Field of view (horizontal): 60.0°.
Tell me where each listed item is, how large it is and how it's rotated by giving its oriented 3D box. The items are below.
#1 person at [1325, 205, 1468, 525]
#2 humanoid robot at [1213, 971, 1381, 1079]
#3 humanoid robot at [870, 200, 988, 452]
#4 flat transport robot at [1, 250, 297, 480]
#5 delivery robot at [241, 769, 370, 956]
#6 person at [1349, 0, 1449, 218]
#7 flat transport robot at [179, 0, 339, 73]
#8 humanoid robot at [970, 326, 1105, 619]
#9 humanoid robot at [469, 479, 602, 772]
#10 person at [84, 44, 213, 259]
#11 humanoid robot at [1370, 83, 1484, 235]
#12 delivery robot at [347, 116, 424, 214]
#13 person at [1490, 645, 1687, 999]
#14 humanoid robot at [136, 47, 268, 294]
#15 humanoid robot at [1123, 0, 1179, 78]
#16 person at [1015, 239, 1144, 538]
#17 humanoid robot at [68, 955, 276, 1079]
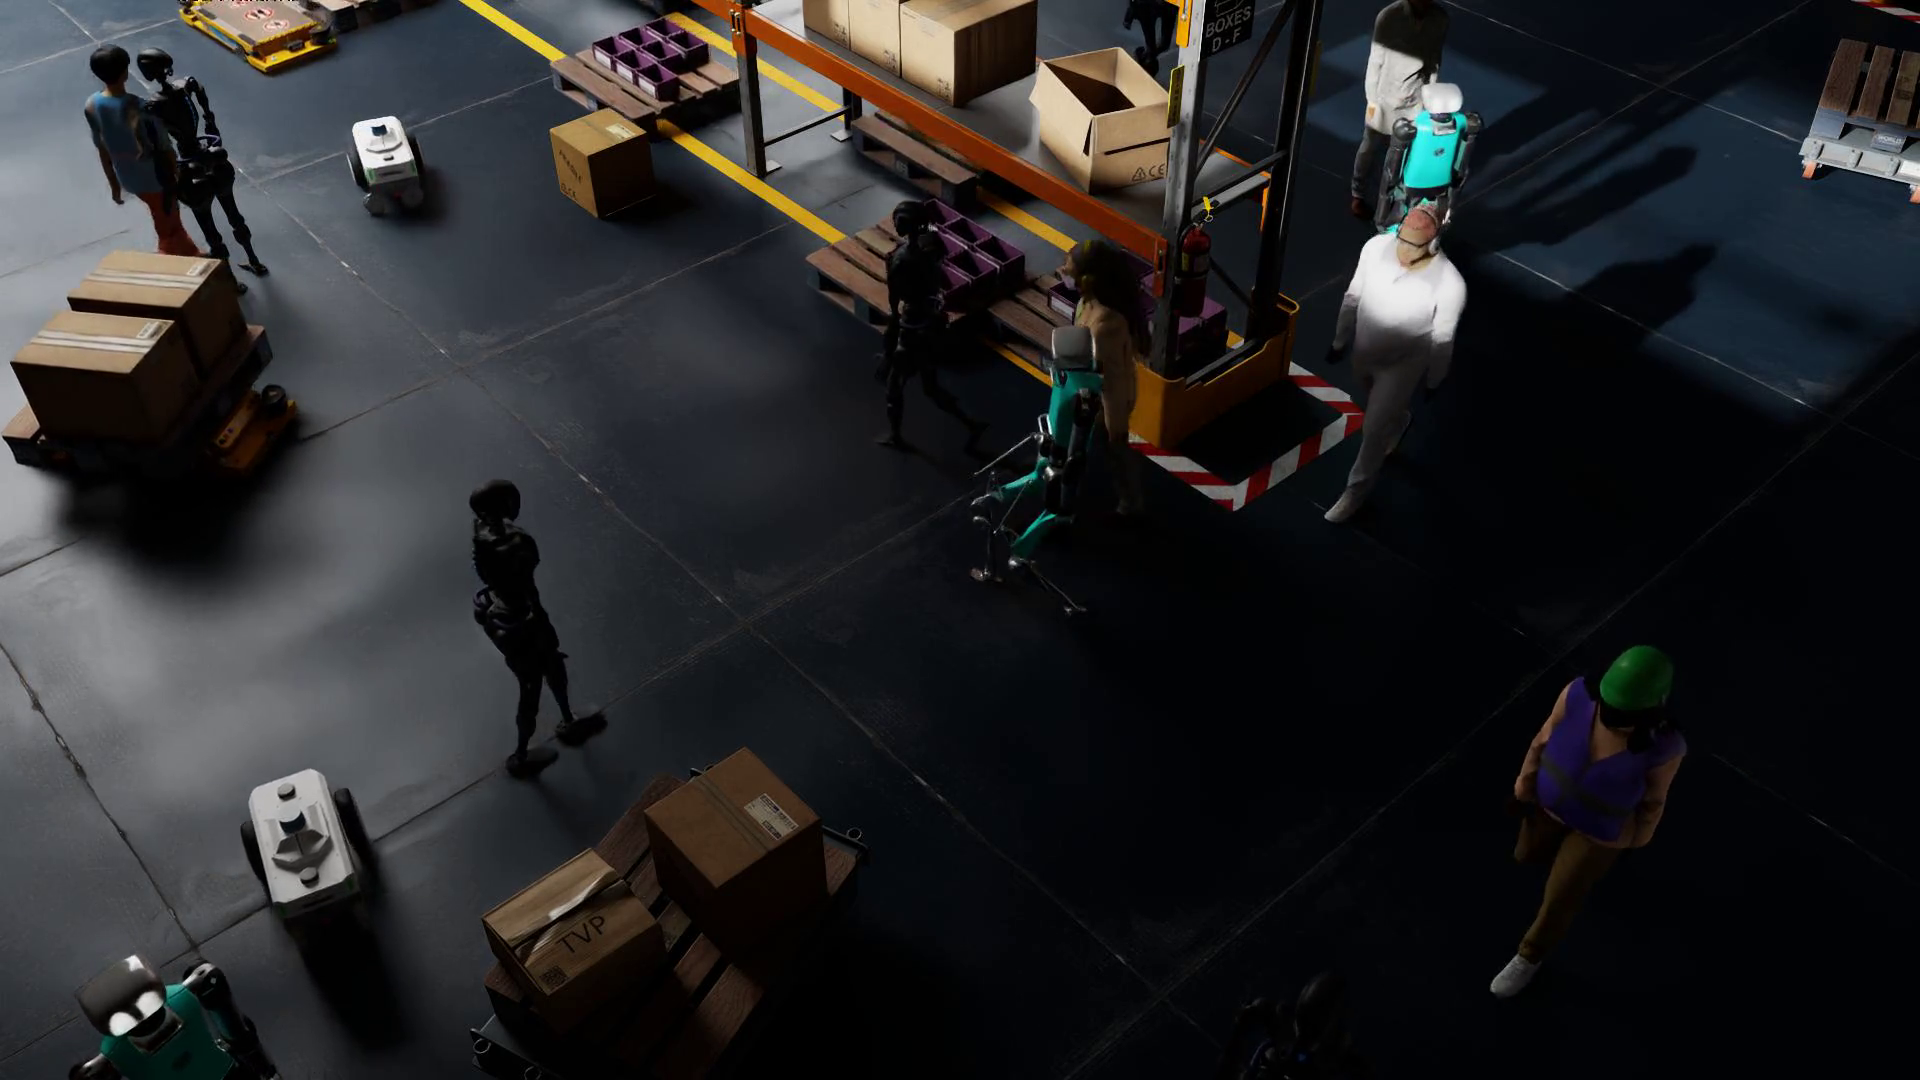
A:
[{"bbox_3d":[2.365,-1.024,9.021,0.871,1.877,0.638,-28,50,-27],"label":"person"},{"bbox_3d":[1.179,1.979,5.901,0.588,1.641,0.444,22,47,22],"label":"humanoid robot"},{"bbox_3d":[-0.202,-1.134,9.306,0.633,1.638,0.598,19,46,19],"label":"humanoid robot"},{"bbox_3d":[-4.763,-0.701,9.857,1.431,0.231,0.659,6,43,6],"label":"flat transport robot"},{"bbox_3d":[-2.895,1.386,7.368,0.499,0.584,0.783,-19,46,-20],"label":"delivery robot"},{"bbox_3d":[2.963,-3.013,11.234,0.494,1.818,0.371,-2,43,-3],"label":"person"},{"bbox_3d":[-5.808,-4.262,13.731,1.431,0.231,0.659,33,52,31],"label":"flat transport robot"},{"bbox_3d":[0.302,-0.304,8.381,0.861,1.792,0.588,-4,43,-4],"label":"humanoid robot"},{"bbox_3d":[-1.990,0.392,7.634,0.548,1.636,0.585,-29,50,-28],"label":"humanoid robot"},{"bbox_3d":[-5.140,-2.268,10.490,0.487,1.729,0.888,6,43,6],"label":"person"},{"bbox_3d":[2.760,-2.064,10.340,0.546,1.884,0.758,-6,43,-6],"label":"humanoid robot"},{"bbox_3d":[-4.081,-2.711,11.820,0.505,0.578,0.749,-17,45,-17],"label":"delivery robot"},{"bbox_3d":[2.557,1.059,6.736,0.748,1.904,0.534,-28,49,-27],"label":"person"},{"bbox_3d":[-4.868,-2.353,10.602,0.315,1.659,0.599,15,45,16],"label":"humanoid robot"},{"bbox_3d":[1.487,-4.159,12.604,0.591,1.647,0.693,-14,45,-15],"label":"humanoid robot"},{"bbox_3d":[0.659,-0.760,8.764,0.841,1.835,0.580,2,43,2],"label":"person"},{"bbox_3d":[-2.749,1.963,5.873,0.822,1.779,0.554,26,49,25],"label":"humanoid robot"}]
